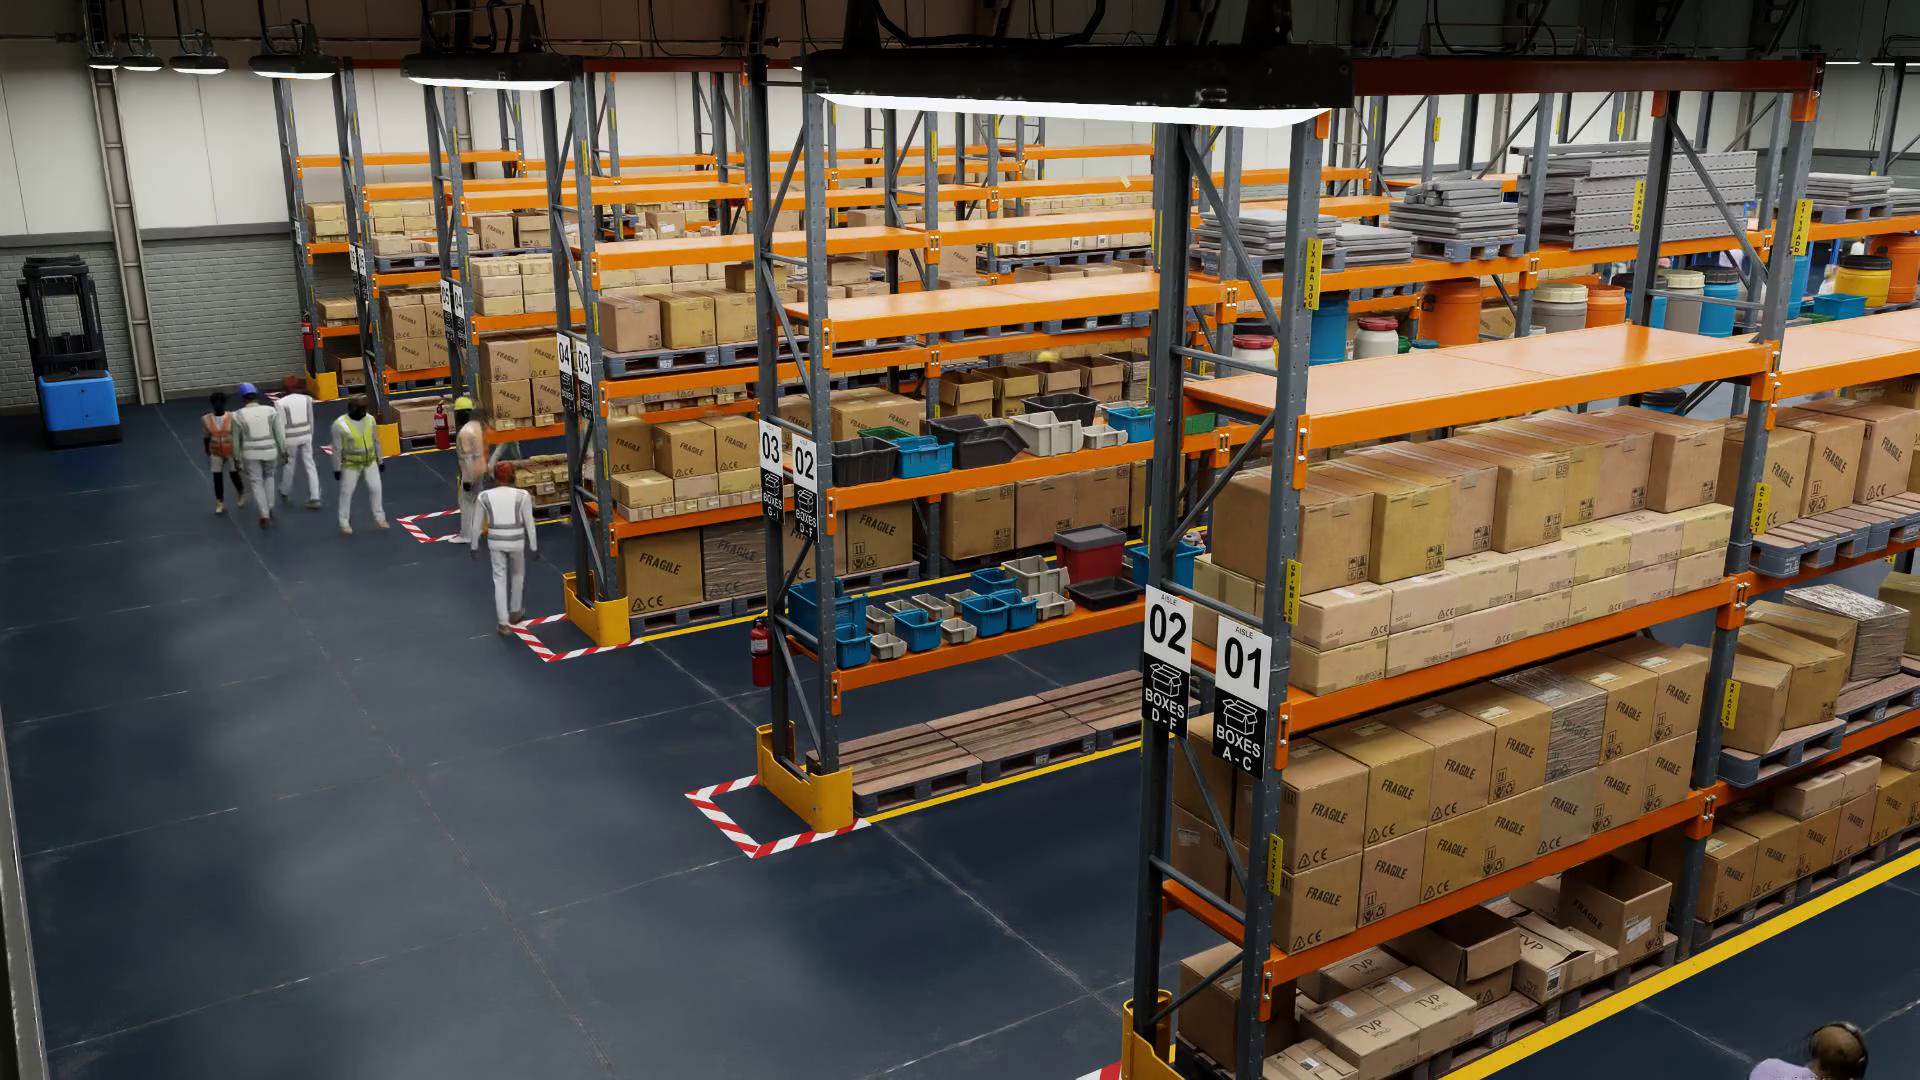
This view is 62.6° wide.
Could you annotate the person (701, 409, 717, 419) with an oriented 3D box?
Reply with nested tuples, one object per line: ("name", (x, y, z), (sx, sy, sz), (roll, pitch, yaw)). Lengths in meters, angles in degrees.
("person", (-3.200, -0.948, 20.802), (0.765, 1.607, 0.510), (-7, 18, -21))

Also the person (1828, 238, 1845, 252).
("person", (28.306, -10.247, 50.742), (0.587, 1.930, 0.361), (3, 17, 10))

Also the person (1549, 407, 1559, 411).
("person", (8.017, -1.256, 21.551), (0.573, 1.749, 0.539), (-3, 17, -10))

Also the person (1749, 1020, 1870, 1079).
("person", (3.798, 3.049, 7.171), (0.765, 1.922, 0.638), (-13, 21, -36))

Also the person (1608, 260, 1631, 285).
("person", (16.804, -7.032, 40.197), (0.371, 1.934, 0.627), (-10, 20, -29))

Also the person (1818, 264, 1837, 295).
("person", (18.049, -4.797, 32.925), (0.423, 1.894, 0.672), (2, 17, 6))

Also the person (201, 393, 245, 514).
("person", (-10.001, -1.195, 21.475), (0.545, 1.681, 0.412), (-3, 17, -10))

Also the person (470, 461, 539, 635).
("person", (-4.952, 0.041, 17.135), (0.738, 1.841, 0.871), (-3, 17, -10))

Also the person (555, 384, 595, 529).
("person", (-4.891, -1.139, 20.779), (1.045, 1.985, 0.627), (-8, 19, -24))

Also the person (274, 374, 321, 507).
("person", (-9.195, -1.388, 21.860), (1.010, 1.829, 0.594), (13, 22, 37))

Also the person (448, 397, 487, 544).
("person", (-6.156, -0.888, 20.139), (0.782, 1.896, 0.587), (0, 17, -1))

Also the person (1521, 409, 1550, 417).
("person", (7.536, -1.078, 20.565), (0.541, 2.000, 0.692), (-7, 18, -21))

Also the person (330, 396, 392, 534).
("person", (-7.815, -0.978, 20.588), (0.750, 1.814, 0.698), (13, 21, 36))

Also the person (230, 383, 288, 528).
("person", (-9.332, -1.148, 20.980), (0.653, 1.884, 0.792), (-14, 22, -38))

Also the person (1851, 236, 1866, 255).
("person", (22.747, -6.861, 39.787), (0.541, 1.838, 0.775), (-2, 17, -6))

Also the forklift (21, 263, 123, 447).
("forklift", (-14.518, -3.079, 25.708), (1.129, 2.768, 1.873), (-10, 20, -31))

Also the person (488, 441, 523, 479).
("person", (-6.740, -1.714, 23.340), (0.849, 1.592, 0.512), (-15, 23, -41))

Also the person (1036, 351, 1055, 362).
("person", (1.346, -1.979, 23.851), (0.822, 1.804, 0.602), (-7, 18, -22))

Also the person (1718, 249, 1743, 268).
("person", (18.578, -6.423, 38.319), (0.679, 1.854, 0.979), (-3, 17, -11))

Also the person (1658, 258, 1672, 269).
("person", (14.833, -5.038, 33.653), (1.025, 1.948, 0.632), (-5, 18, -17))

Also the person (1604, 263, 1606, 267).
("person", (18.644, -8.464, 44.976), (0.564, 1.888, 0.986), (-7, 18, -23))

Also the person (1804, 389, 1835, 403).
("person", (12.434, -1.774, 22.831), (0.840, 2.012, 0.619), (-8, 19, -25))

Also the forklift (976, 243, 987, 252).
("forklift", (0.988, -5.474, 34.718), (1.214, 2.155, 2.313), (-10, 20, -31))
